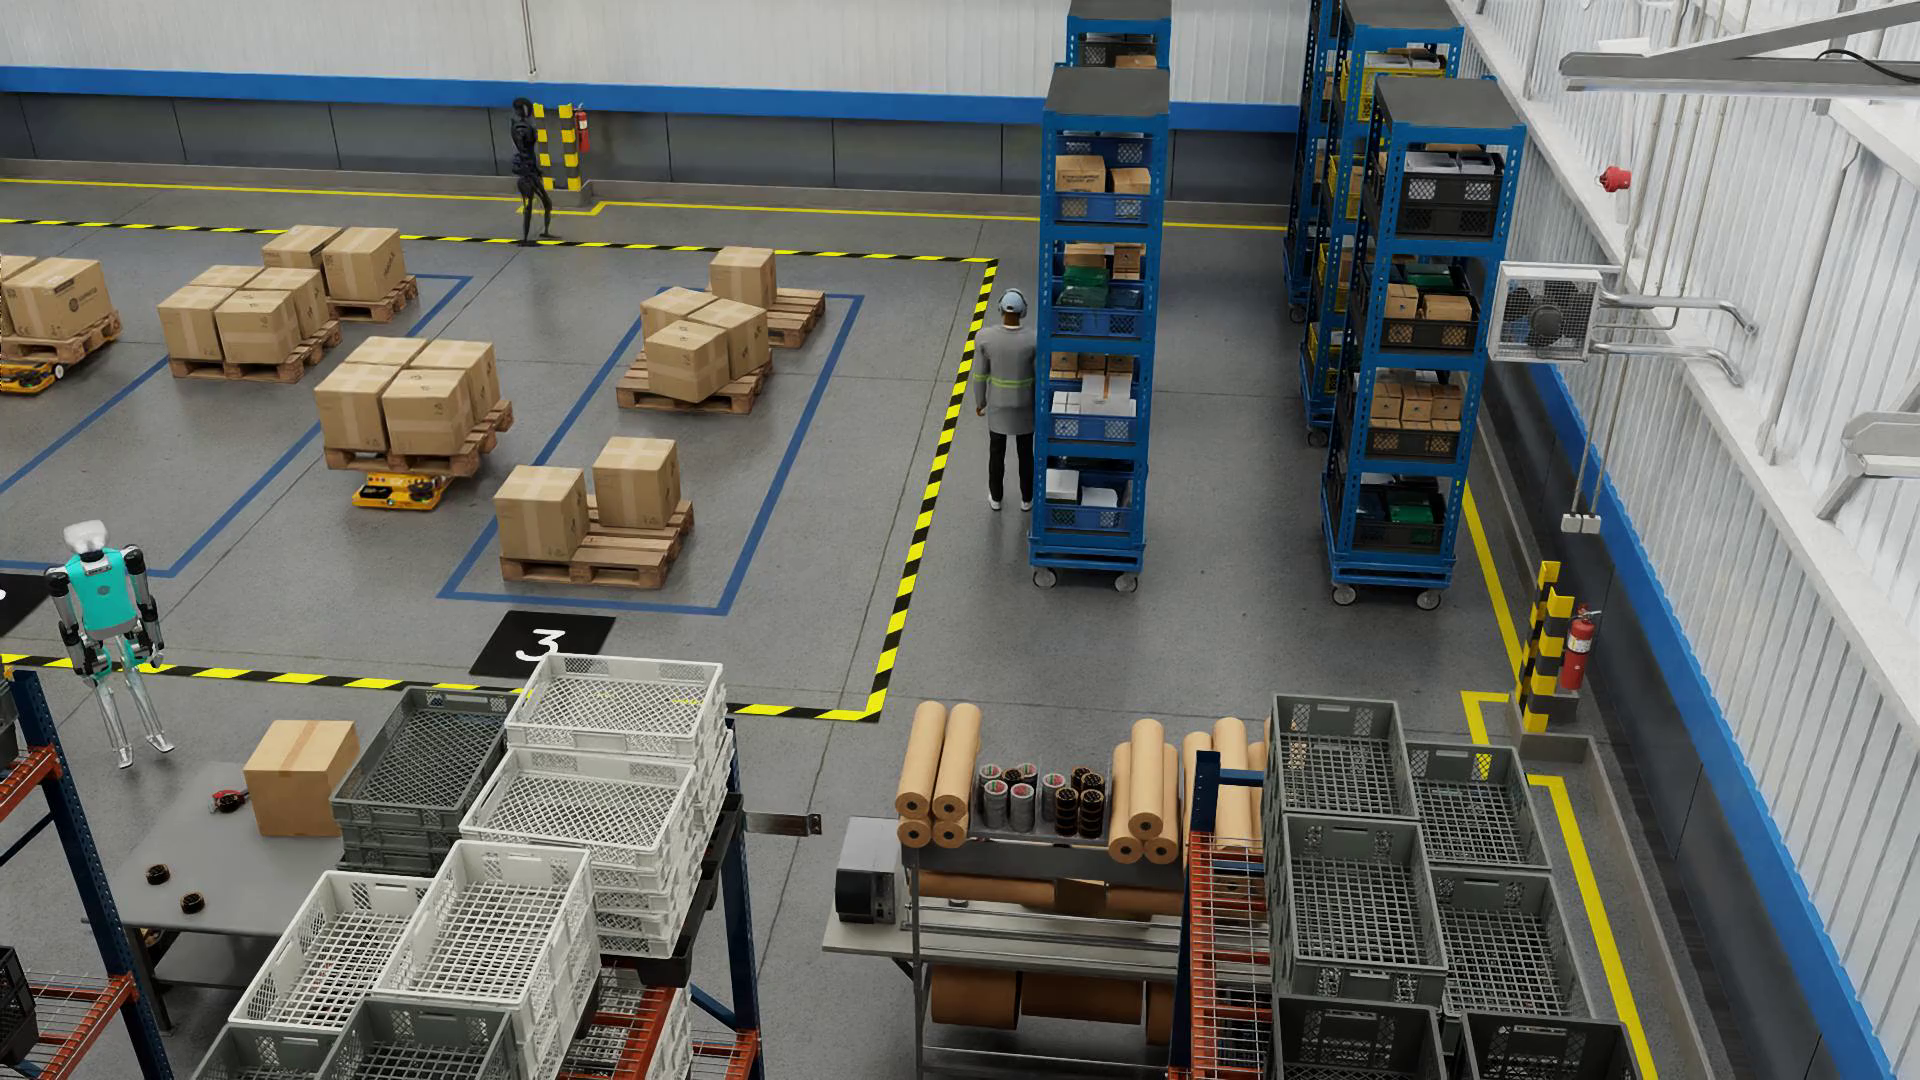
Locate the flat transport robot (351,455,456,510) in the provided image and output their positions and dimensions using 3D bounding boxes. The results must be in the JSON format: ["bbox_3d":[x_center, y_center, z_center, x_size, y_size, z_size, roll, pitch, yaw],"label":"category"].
[{"bbox_3d":[-4.453,-0.688,13.828,0.652,0.197,1.431,3,30,6],"label":"flat transport robot"}]

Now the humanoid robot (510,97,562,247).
[{"bbox_3d":[-4.699,-4.017,18.178,0.457,1.641,0.615,-2,30,-3],"label":"humanoid robot"}]

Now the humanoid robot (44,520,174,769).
[{"bbox_3d":[-5.168,0.572,10.103,0.533,1.672,0.735,-21,36,-32],"label":"humanoid robot"}]

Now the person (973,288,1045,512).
[{"bbox_3d":[0.400,-1.089,12.970,0.589,1.852,0.398,4,30,7],"label":"person"}]

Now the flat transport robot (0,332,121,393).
[{"bbox_3d":[-8.635,-1.782,15.707,0.652,0.197,1.431,3,30,6],"label":"flat transport robot"}]

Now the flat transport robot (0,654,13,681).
[{"bbox_3d":[-7.142,0.969,11.010,1.431,0.231,0.659,3,30,6],"label":"flat transport robot"}]
